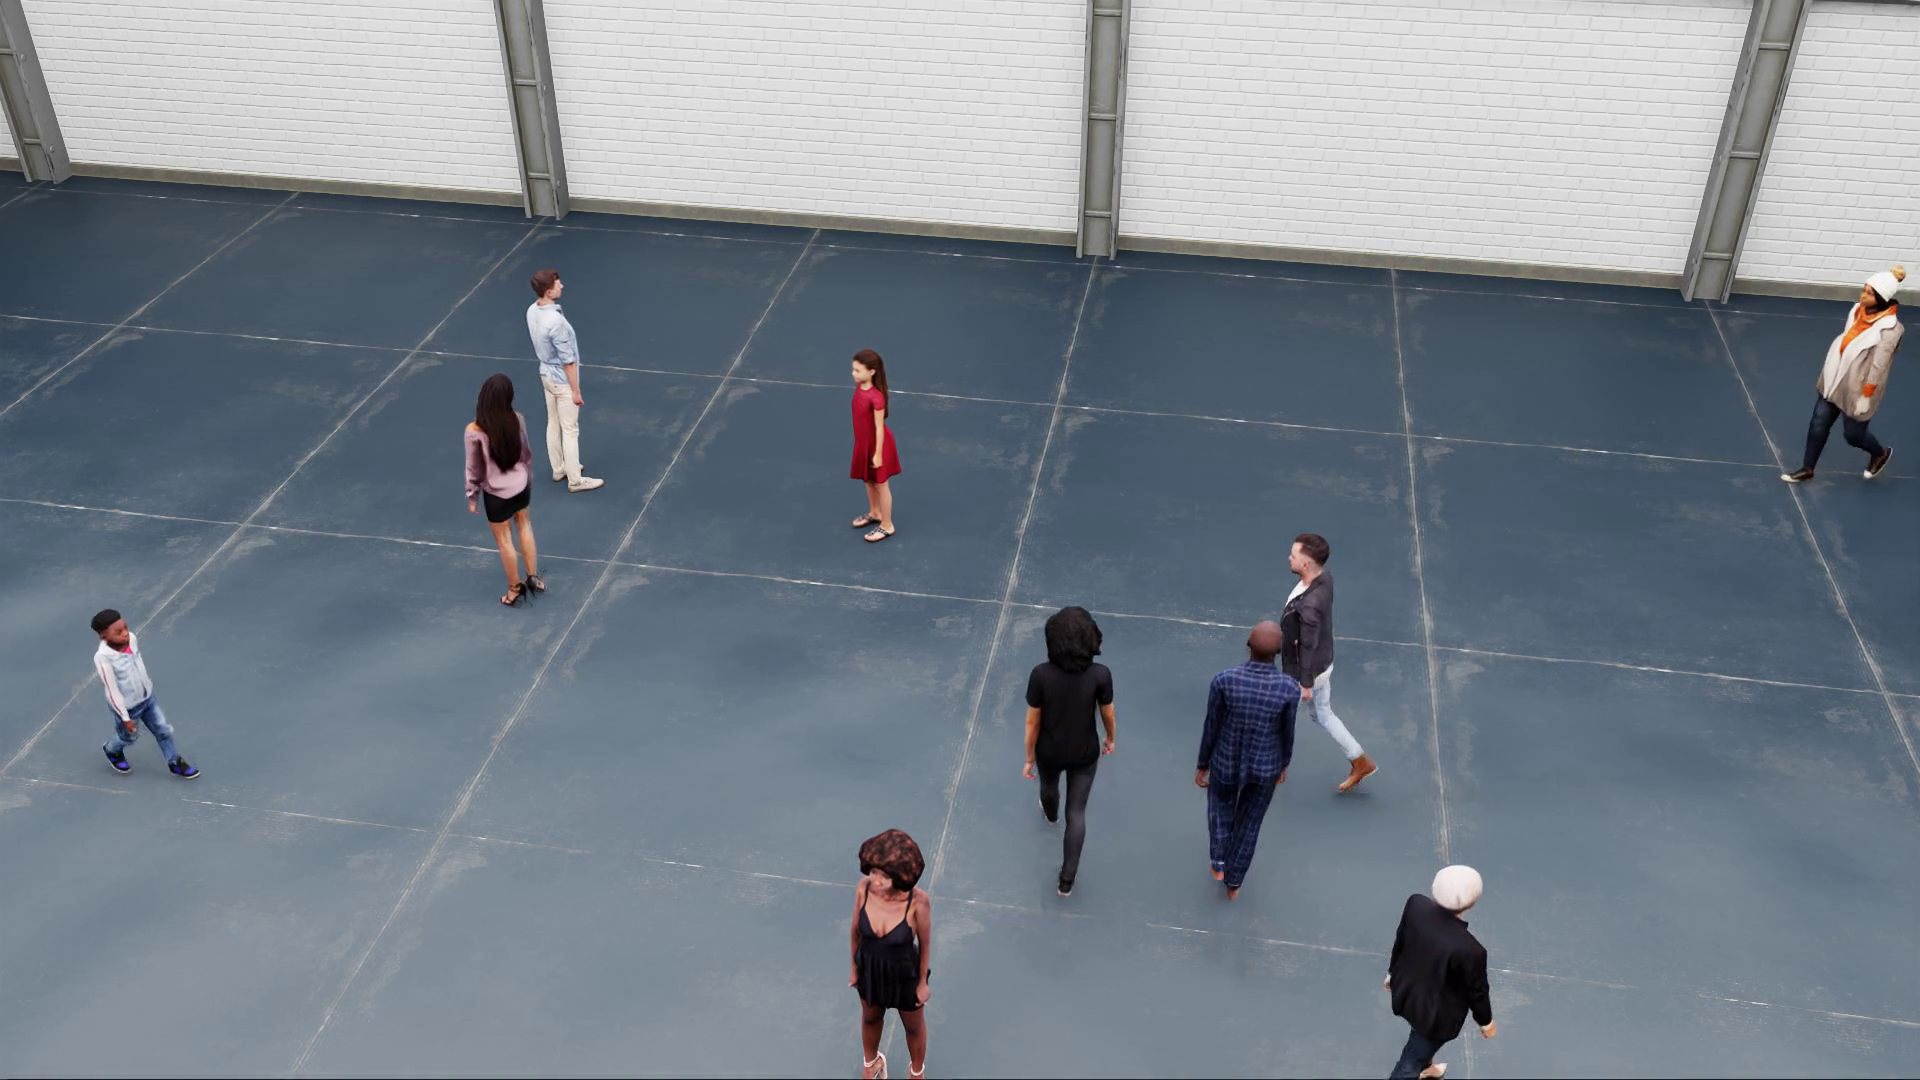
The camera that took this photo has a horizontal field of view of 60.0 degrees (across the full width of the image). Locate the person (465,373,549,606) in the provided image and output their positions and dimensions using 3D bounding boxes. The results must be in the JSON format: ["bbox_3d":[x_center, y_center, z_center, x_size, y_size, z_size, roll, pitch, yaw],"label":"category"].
[{"bbox_3d":[-3.165,-0.314,11.617,0.743,1.797,0.743,20,38,27],"label":"person"}]

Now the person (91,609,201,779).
[{"bbox_3d":[-5.133,0.956,10.204,0.890,1.245,0.595,13,36,19],"label":"person"}]

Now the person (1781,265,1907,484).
[{"bbox_3d":[7.056,-1.241,12.947,1.174,1.868,0.964,-7,34,-11],"label":"person"}]

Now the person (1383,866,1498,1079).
[{"bbox_3d":[2.160,2.196,7.933,0.977,1.767,0.971,-12,35,-17],"label":"person"}]

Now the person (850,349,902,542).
[{"bbox_3d":[-0.648,-0.737,12.474,0.744,1.551,0.684,-18,37,-24],"label":"person"}]

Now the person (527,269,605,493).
[{"bbox_3d":[-3.134,-1.256,12.989,0.783,1.847,0.705,-24,41,-32],"label":"person"}]

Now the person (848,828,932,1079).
[{"bbox_3d":[-0.329,2.083,8.017,0.511,1.789,0.651,10,35,15],"label":"person"}]

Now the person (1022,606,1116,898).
[{"bbox_3d":[0.599,1.227,9.296,1.038,1.799,0.820,1,34,2],"label":"person"}]

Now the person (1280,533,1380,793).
[{"bbox_3d":[2.180,0.784,9.956,1.222,1.807,0.856,11,35,16],"label":"person"}]

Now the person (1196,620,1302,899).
[{"bbox_3d":[1.584,1.282,9.213,0.567,1.800,0.726,6,34,9],"label":"person"}]
